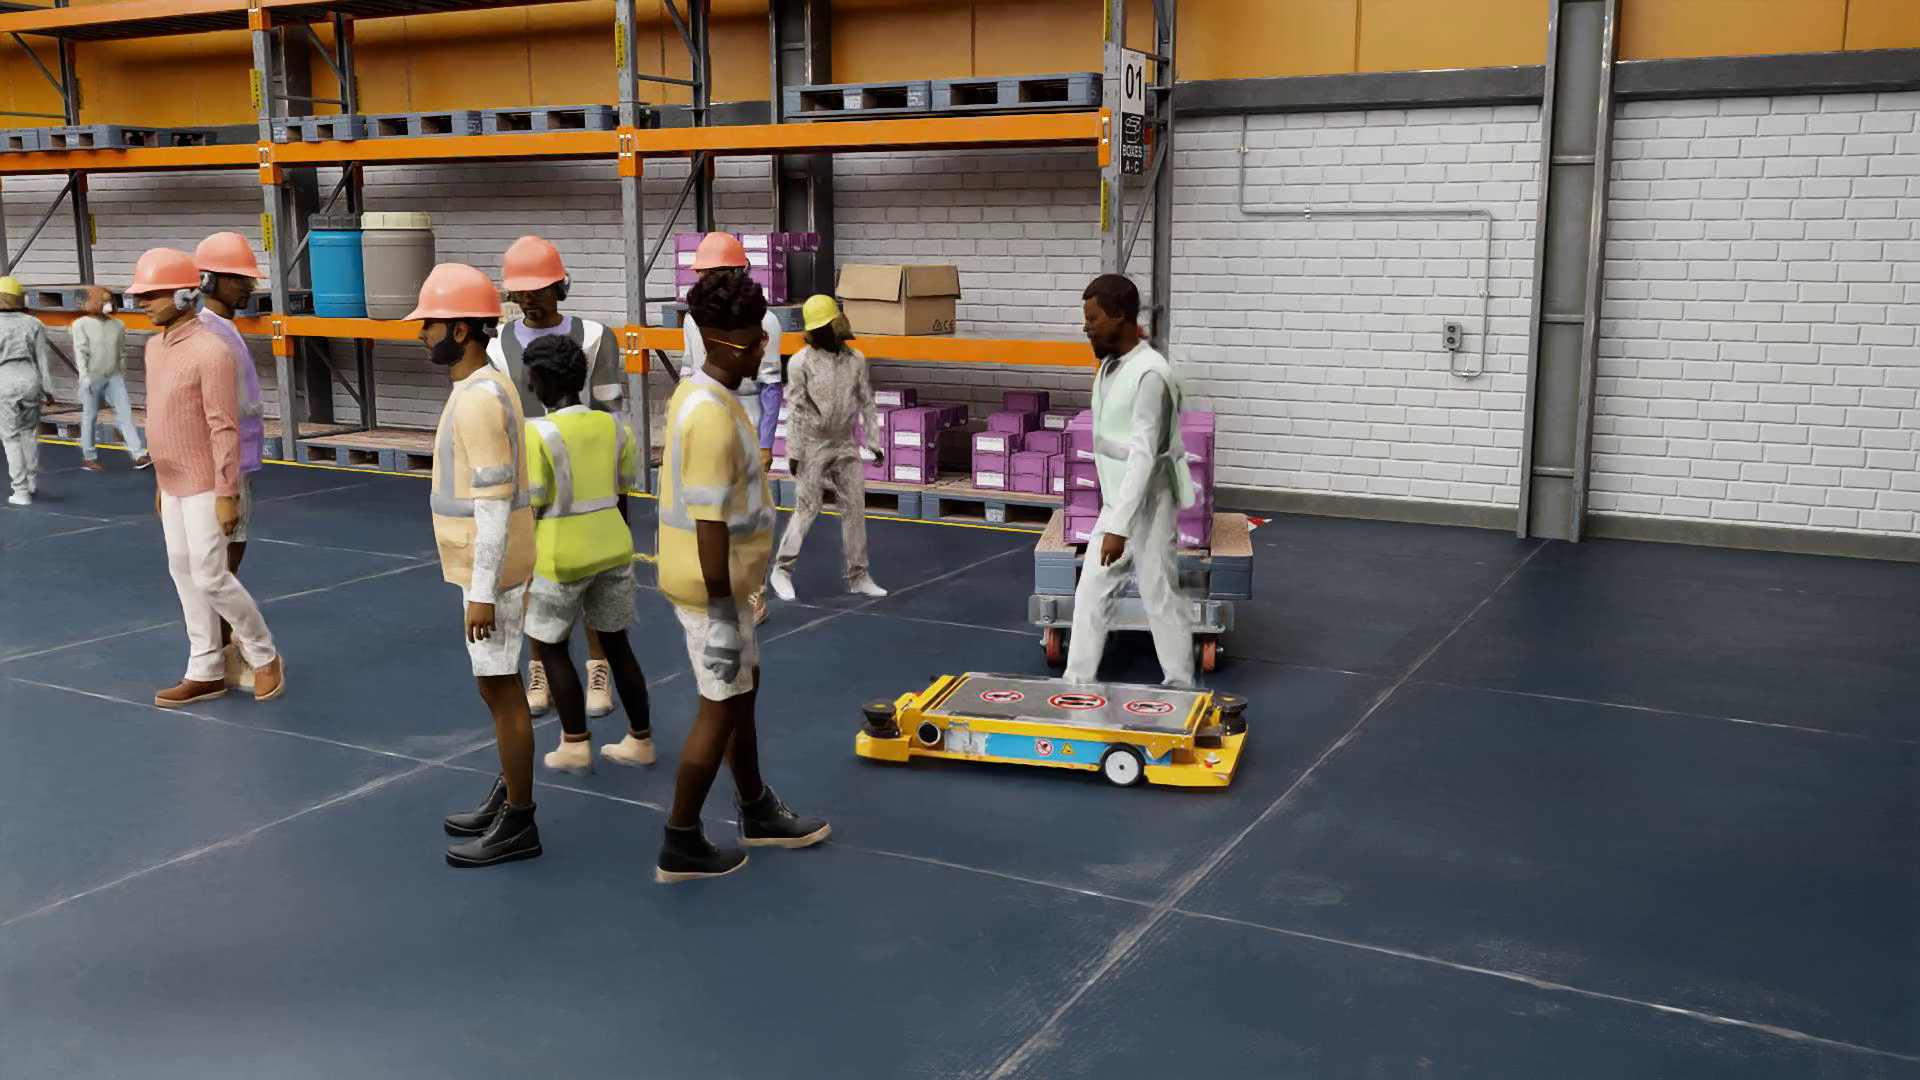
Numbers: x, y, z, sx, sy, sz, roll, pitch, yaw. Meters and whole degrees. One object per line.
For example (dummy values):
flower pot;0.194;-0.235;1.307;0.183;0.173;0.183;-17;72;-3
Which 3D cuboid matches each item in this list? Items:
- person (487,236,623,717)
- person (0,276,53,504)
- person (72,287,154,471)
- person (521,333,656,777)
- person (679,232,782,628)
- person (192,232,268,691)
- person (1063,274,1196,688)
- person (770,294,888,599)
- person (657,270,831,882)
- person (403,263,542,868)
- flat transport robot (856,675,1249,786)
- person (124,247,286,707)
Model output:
person;-1.720;-0.250;6.998;0.617;2.027;0.409;-1;10;-6
person;-7.262;-1.147;12.710;0.573;1.717;0.509;9;14;42
person;-7.327;-1.367;14.286;0.831;1.592;0.512;7;12;32
person;-1.424;0.080;6.151;0.388;1.666;0.579;7;13;35
person;-1.207;-0.550;8.578;0.605;2.045;0.379;6;12;29
person;-3.260;-0.347;7.476;0.393;2.040;0.611;-3;11;-18
person;0.604;-0.103;6.595;0.888;1.866;0.602;-4;11;-19
person;-0.735;-0.520;9.329;0.588;1.715;0.491;-8;13;-38
person;-0.722;0.123;5.243;0.516;1.942;0.693;-3;11;-14
person;-1.556;0.088;5.369;0.373;1.939;0.545;-2;11;-13
flat transport robot;0.374;0.717;6.491;1.431;0.197;0.652;3;11;15
person;-3.234;-0.257;7.164;0.644;1.981;0.554;9;14;41
